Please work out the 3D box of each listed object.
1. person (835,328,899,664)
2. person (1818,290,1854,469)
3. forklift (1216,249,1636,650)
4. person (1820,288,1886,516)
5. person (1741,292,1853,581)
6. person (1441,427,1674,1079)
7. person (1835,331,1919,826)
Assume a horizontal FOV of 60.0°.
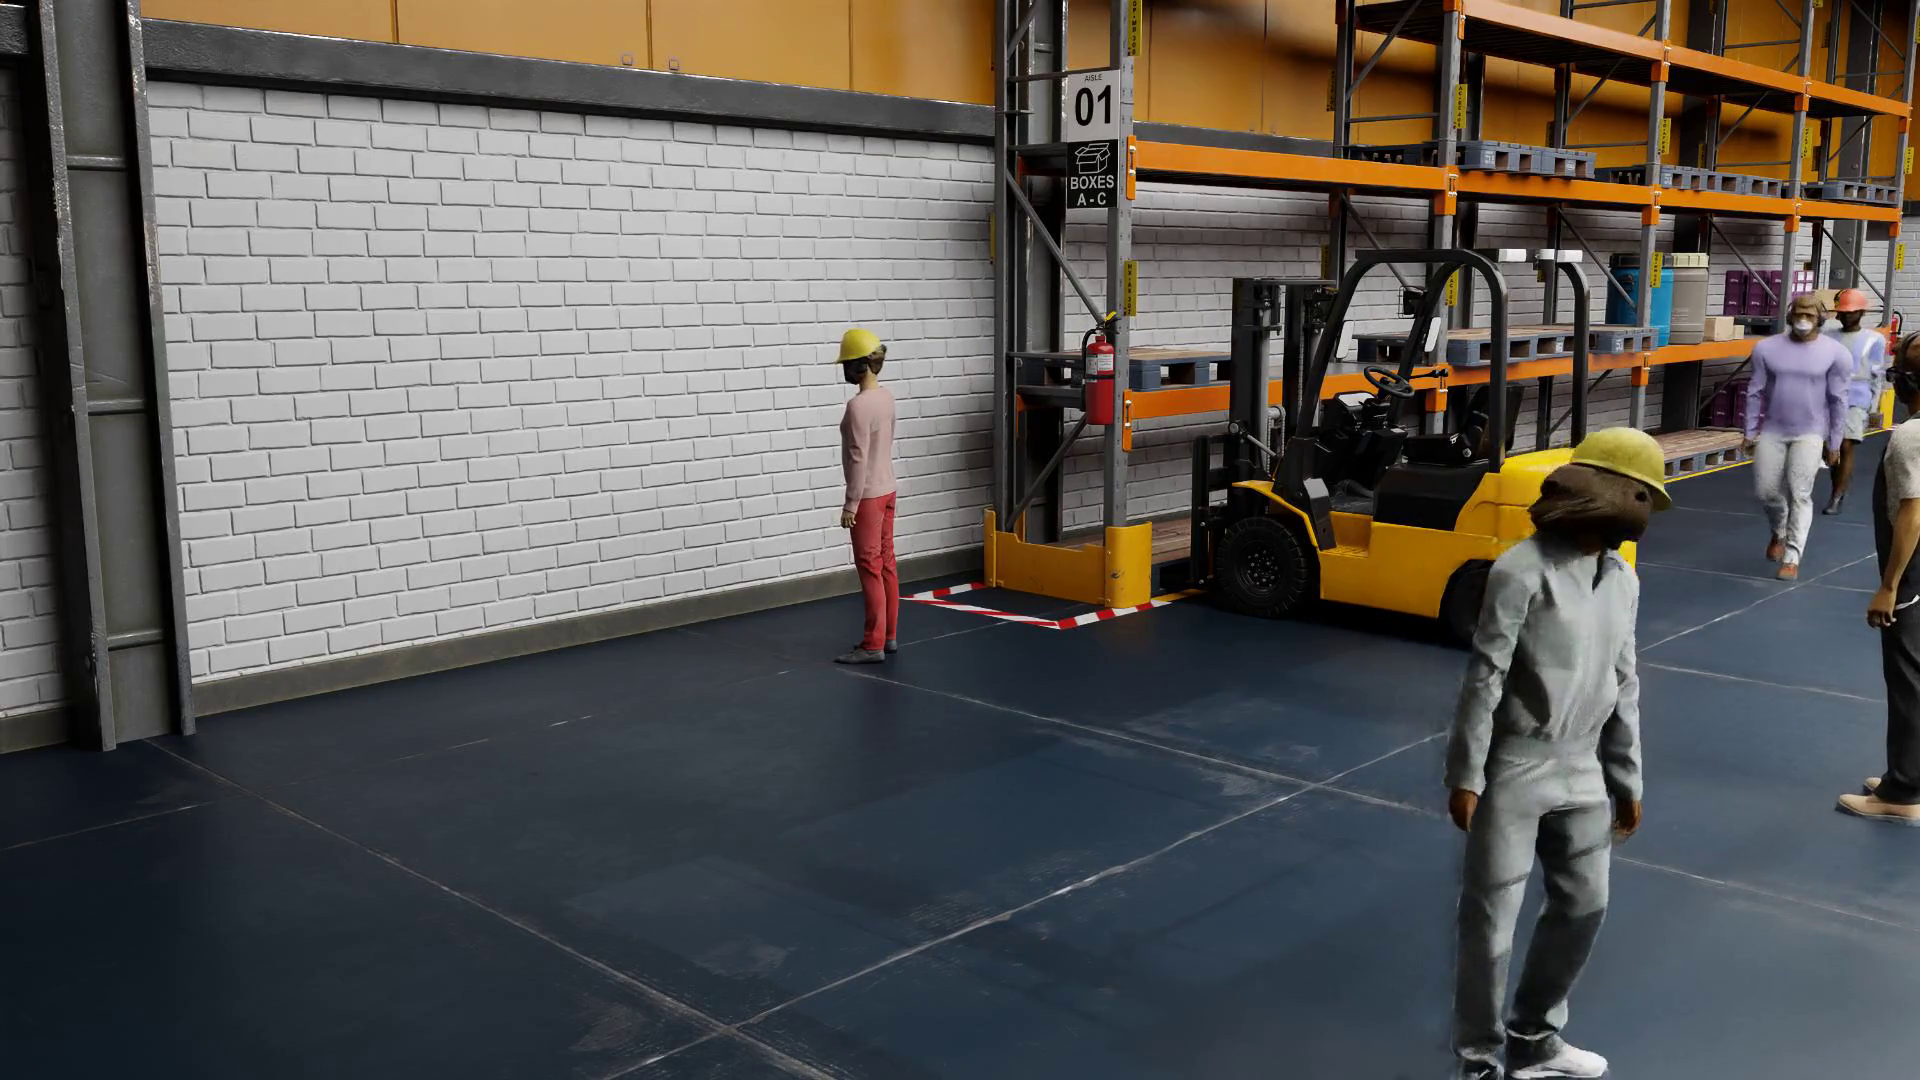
[{"bbox_3d":[-0.496,-0.227,8.756,0.316,1.765,0.523,3,10,16],"label":"person"},{"bbox_3d":[9.107,-1.665,17.282,0.513,1.861,0.327,-3,10,-15],"label":"person"},{"bbox_3d":[2.710,-0.584,9.626,2.313,2.155,1.214,9,13,43],"label":"forklift"},{"bbox_3d":[7.531,-1.178,14.133,0.547,1.917,0.695,8,12,41],"label":"person"},{"bbox_3d":[5.621,-0.702,11.187,0.642,1.919,0.568,7,12,38],"label":"person"},{"bbox_3d":[1.387,0.586,3.981,0.627,1.701,0.324,-5,10,-27],"label":"person"},{"bbox_3d":[3.564,0.147,6.221,0.506,1.842,0.348,-8,12,-39],"label":"person"}]
